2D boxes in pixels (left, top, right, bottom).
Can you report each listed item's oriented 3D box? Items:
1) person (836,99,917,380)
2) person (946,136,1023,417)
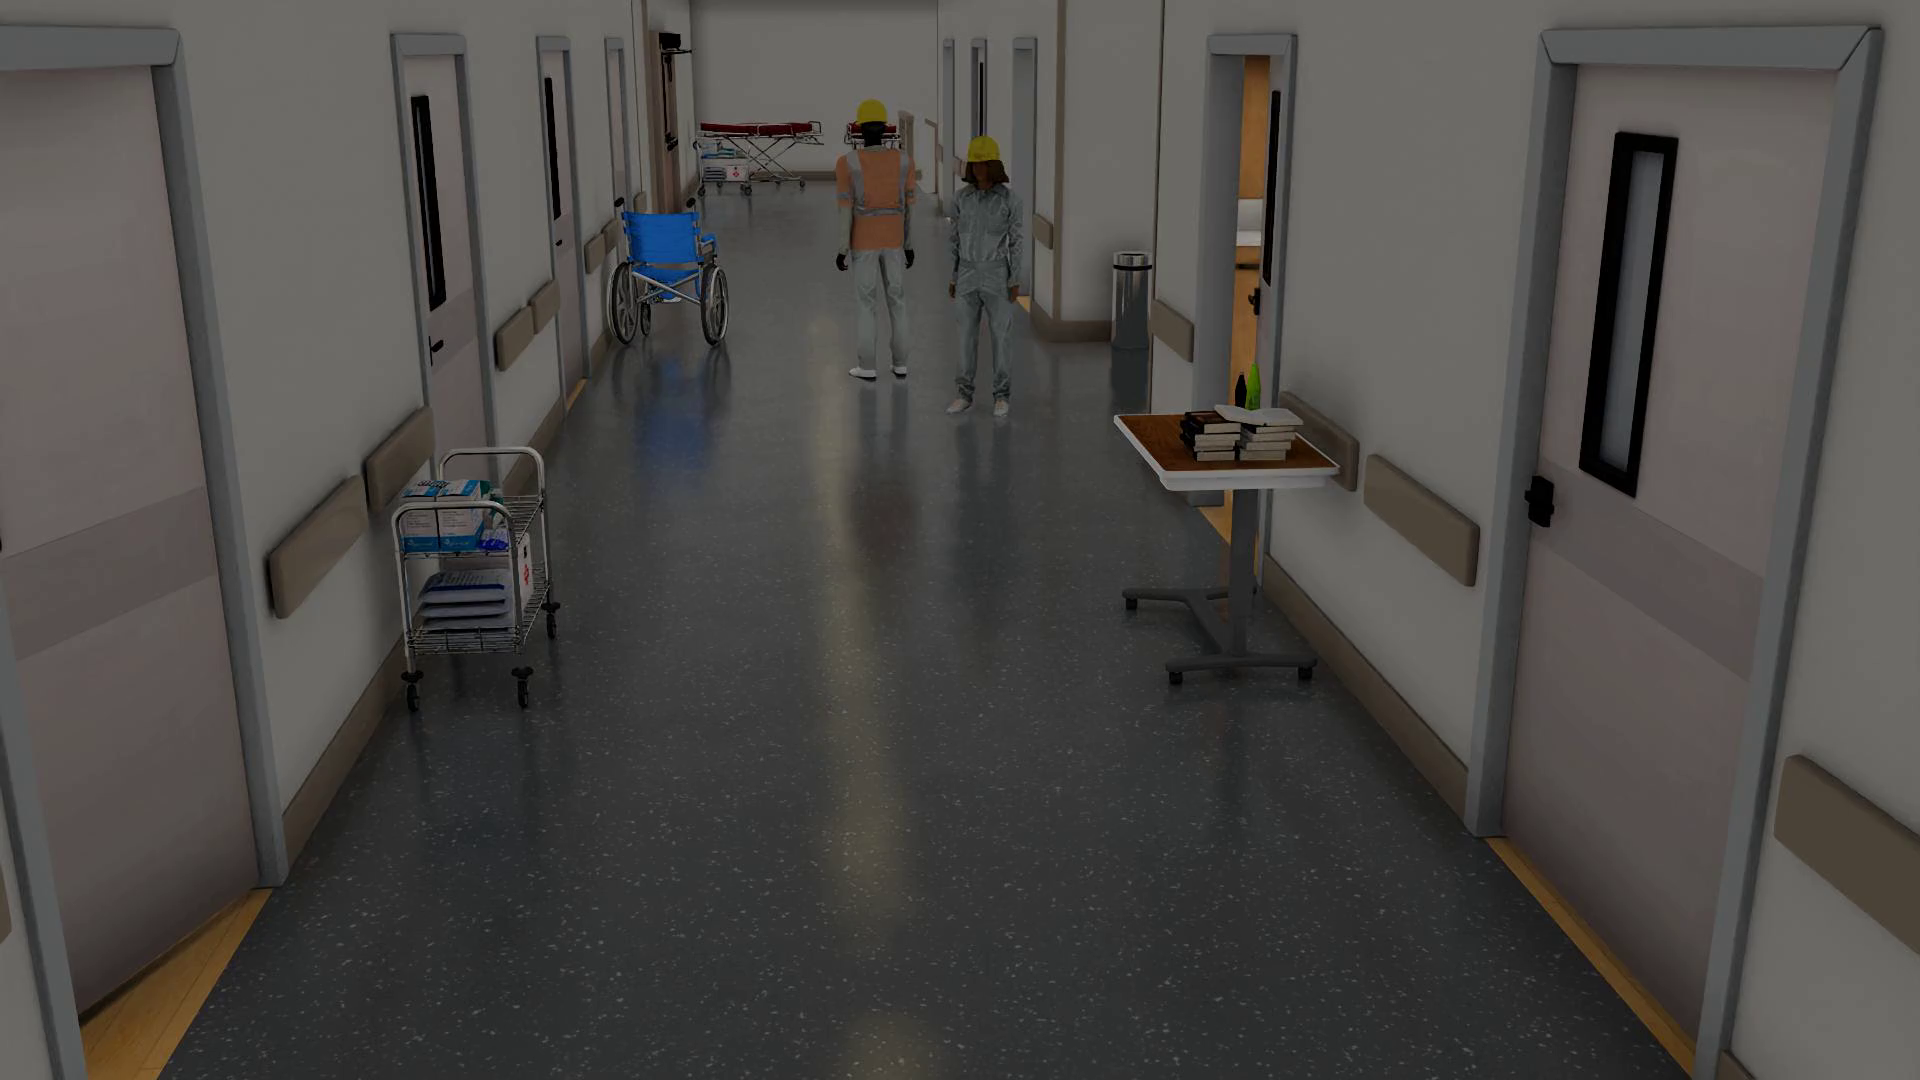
[{"bbox_3d":[-0.594,-2.087,11.623,0.593,1.922,0.383,-8,18,-24],"label":"person"},{"bbox_3d":[0.148,-1.634,10.445,0.489,1.747,0.365,5,17,17],"label":"person"}]
